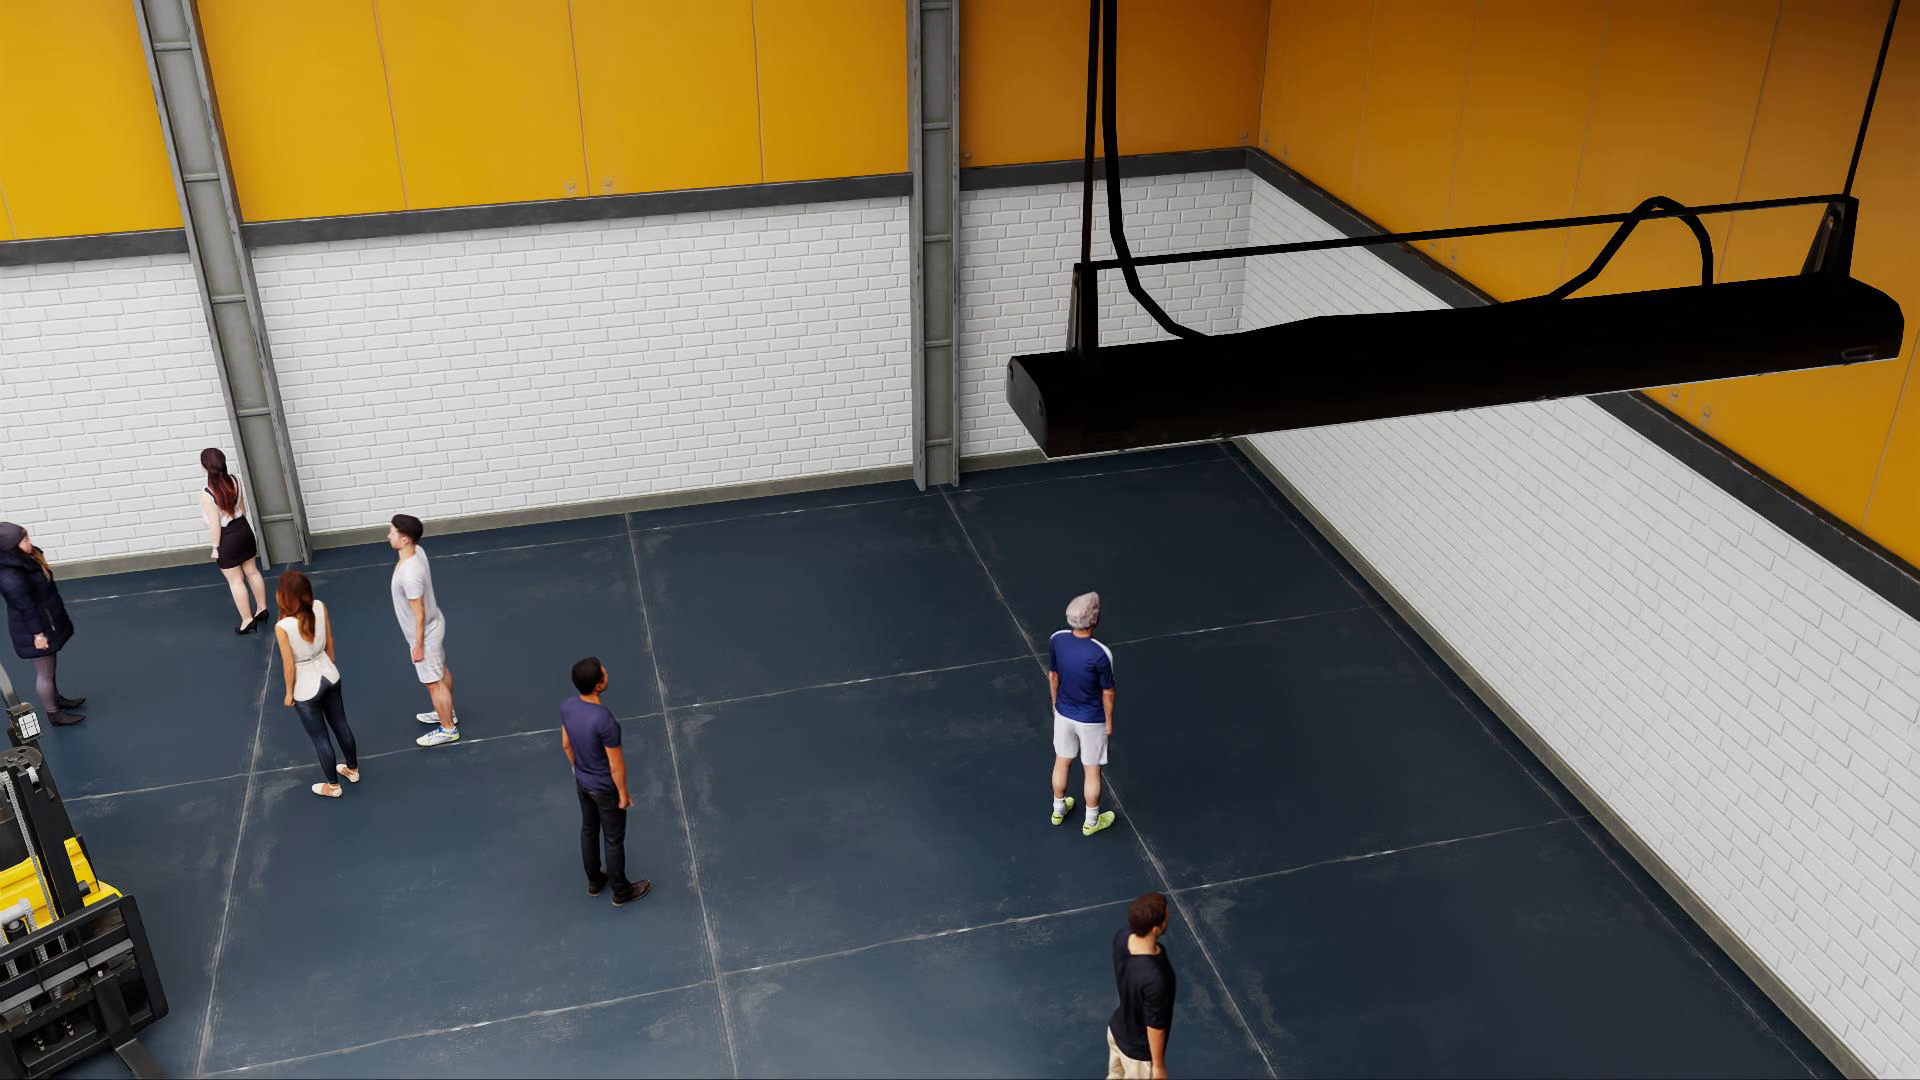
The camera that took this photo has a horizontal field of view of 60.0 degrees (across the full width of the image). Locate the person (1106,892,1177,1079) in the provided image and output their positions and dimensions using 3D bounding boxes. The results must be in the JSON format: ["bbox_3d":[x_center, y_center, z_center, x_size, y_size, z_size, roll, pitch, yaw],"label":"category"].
[{"bbox_3d":[0.907,2.574,8.583,0.563,1.850,0.647,-9,30,-16],"label":"person"}]

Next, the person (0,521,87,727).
[{"bbox_3d":[-6.873,0.612,12.364,0.682,1.675,0.704,-12,31,-20],"label":"person"}]

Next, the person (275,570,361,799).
[{"bbox_3d":[-4.466,0.996,11.545,0.724,1.785,0.669,15,32,25],"label":"person"}]

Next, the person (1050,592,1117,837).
[{"bbox_3d":[0.817,1.162,11.184,0.721,1.839,0.771,17,33,28],"label":"person"}]

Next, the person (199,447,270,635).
[{"bbox_3d":[-5.910,0.003,13.507,0.668,1.649,0.639,10,30,17],"label":"person"}]

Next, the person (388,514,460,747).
[{"bbox_3d":[-3.909,0.639,12.125,0.564,1.855,0.674,-6,29,-11],"label":"person"}]

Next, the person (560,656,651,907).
[{"bbox_3d":[-2.299,1.531,10.557,0.708,1.793,0.746,19,34,30],"label":"person"}]
